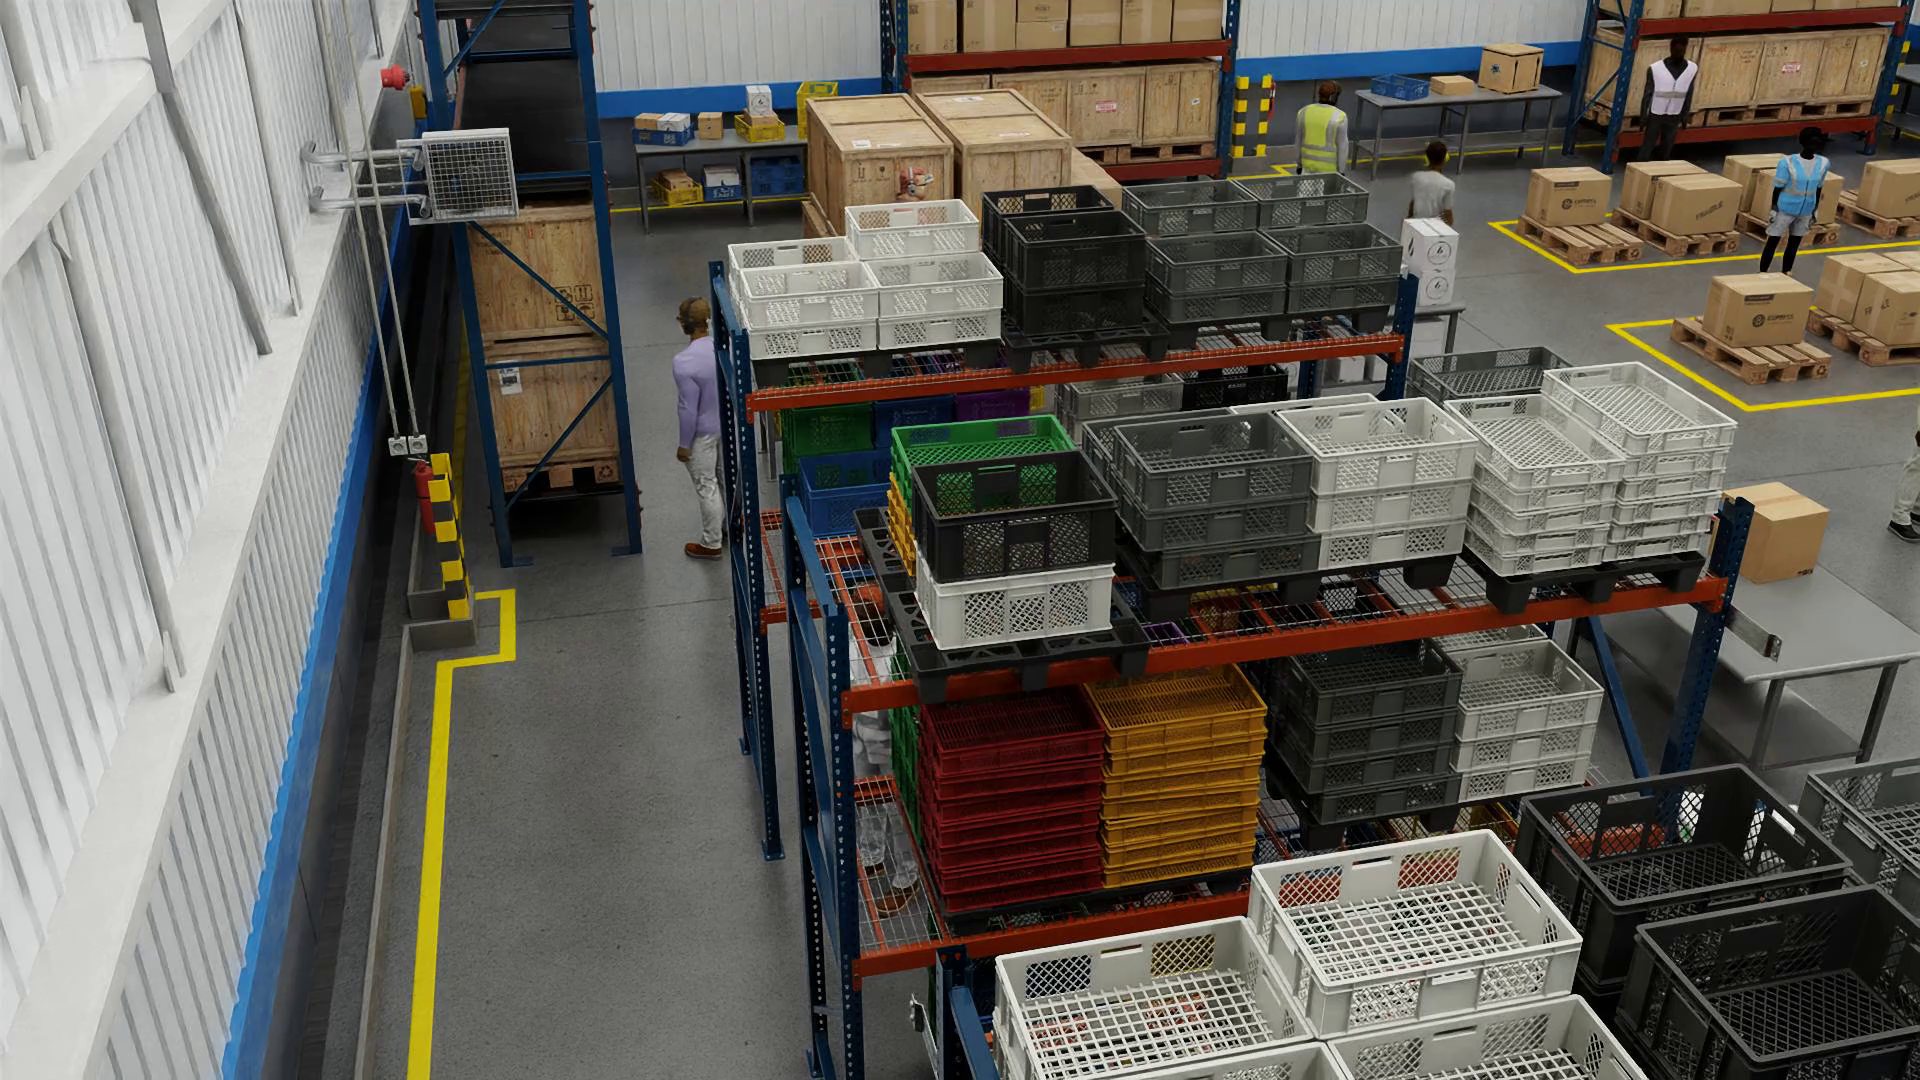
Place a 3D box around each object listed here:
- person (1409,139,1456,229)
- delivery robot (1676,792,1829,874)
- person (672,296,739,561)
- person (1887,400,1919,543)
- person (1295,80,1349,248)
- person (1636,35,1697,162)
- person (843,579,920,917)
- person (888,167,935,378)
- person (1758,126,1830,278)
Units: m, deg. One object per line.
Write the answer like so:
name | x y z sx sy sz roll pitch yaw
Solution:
person | 4.468 -2.878 15.817 0.621 1.837 0.543 -21 35 -35
delivery robot | 4.138 1.525 8.724 0.707 0.478 0.477 5 28 10
person | -1.788 -0.787 11.736 0.357 1.937 0.637 14 31 25
person | 7.136 -0.870 12.014 0.586 1.824 0.403 -15 31 -25
person | 3.917 -4.041 18.019 0.619 1.837 0.430 24 36 37
person | 8.427 -5.089 19.936 0.583 1.909 0.408 -1 28 -1
person | -0.398 1.032 8.344 0.355 1.883 0.574 -24 36 -38
person | -0.409 -2.363 14.760 0.408 1.908 0.644 -7 29 -13
person | 8.439 -3.340 16.835 0.537 1.696 0.317 -2 28 -3
